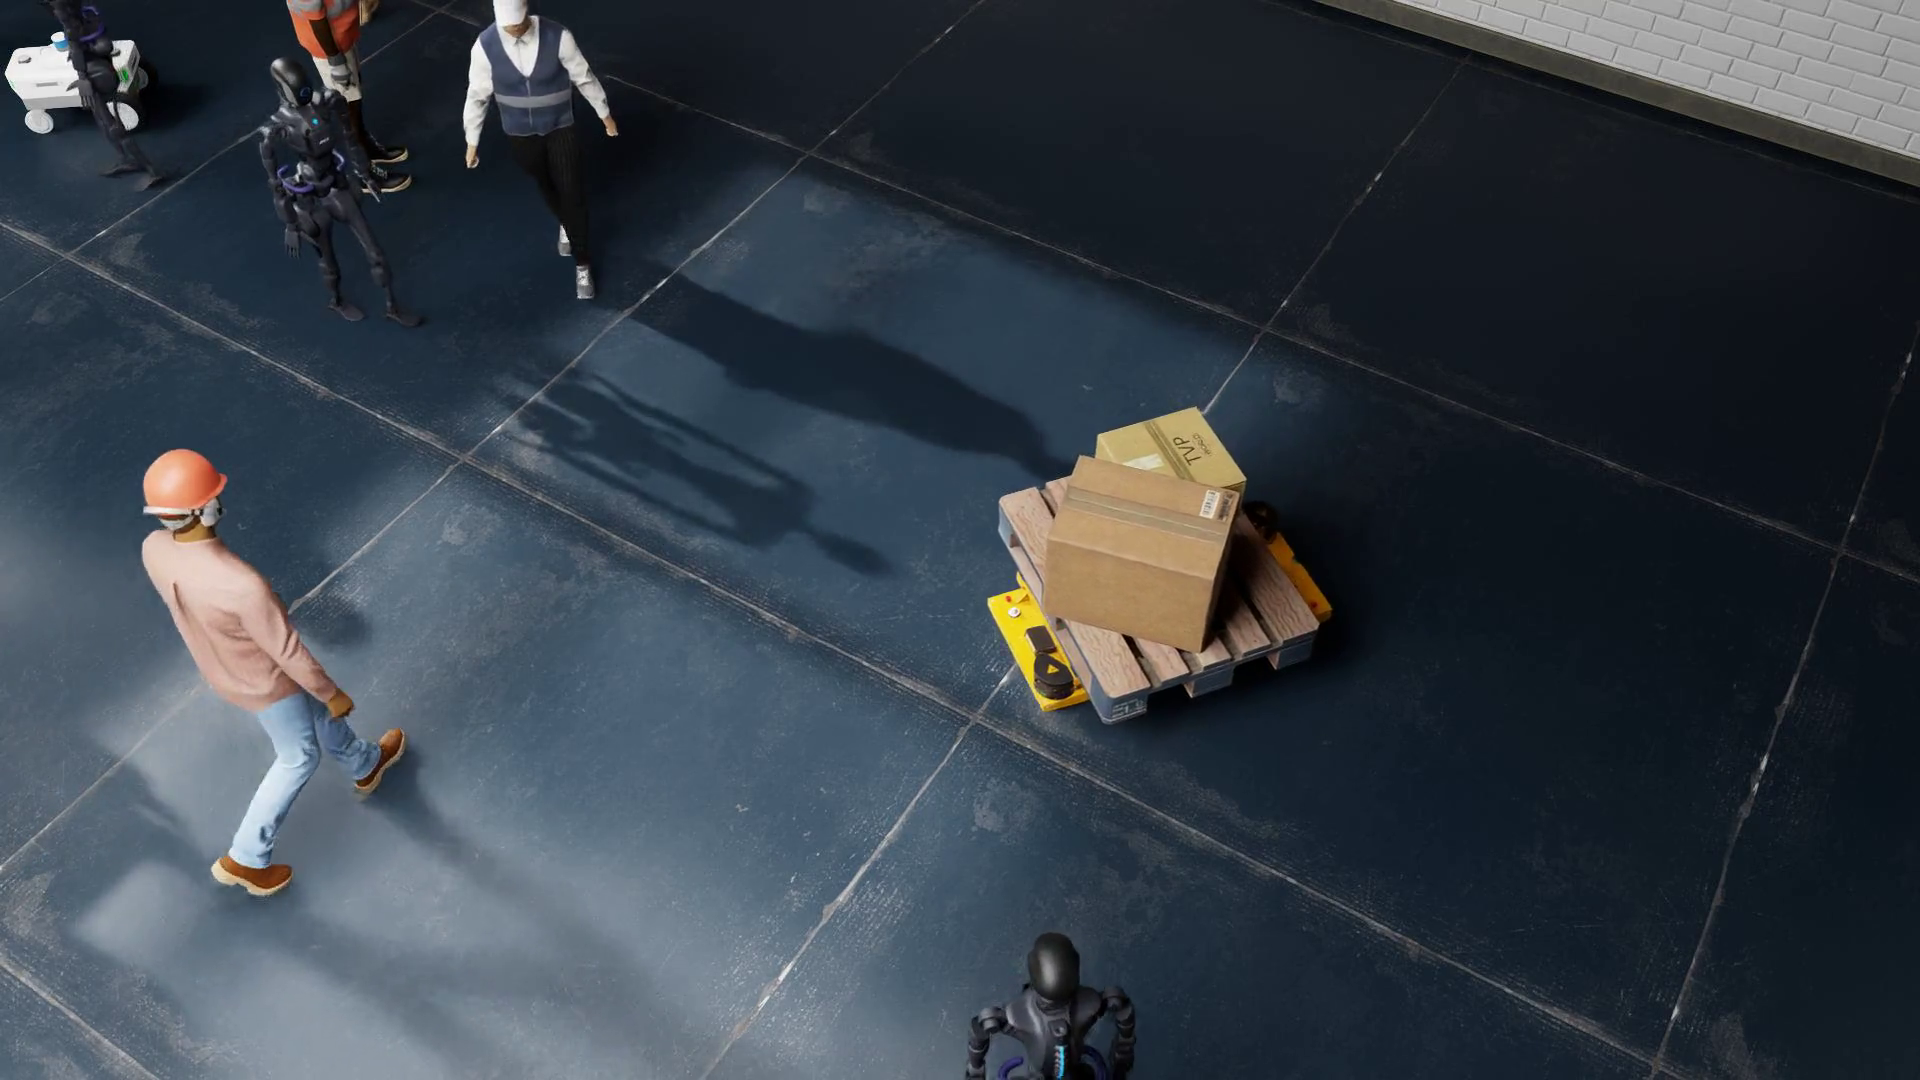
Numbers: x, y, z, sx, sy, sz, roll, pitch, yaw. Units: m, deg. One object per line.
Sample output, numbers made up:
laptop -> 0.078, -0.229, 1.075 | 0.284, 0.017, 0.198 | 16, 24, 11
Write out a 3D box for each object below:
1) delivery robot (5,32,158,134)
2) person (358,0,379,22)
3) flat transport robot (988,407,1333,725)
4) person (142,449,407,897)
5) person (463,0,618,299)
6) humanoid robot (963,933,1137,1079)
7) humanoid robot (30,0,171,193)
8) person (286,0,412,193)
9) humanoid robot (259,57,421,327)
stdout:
delivery robot -> -5.301, -2.781, 10.069 | 0.811, 0.613, 0.499 | -6, 49, -5
person -> -3.904, -4.332, 10.559 | 0.482, 1.838, 0.966 | -2, 49, -1
flat transport robot -> 0.910, 0.285, 7.566 | 1.431, 0.231, 0.659 | -17, 51, -14
person -> -2.688, 0.529, 6.243 | 0.697, 1.937, 0.904 | 30, 55, 24
person -> -2.190, -2.081, 8.665 | 0.777, 1.720, 0.836 | -6, 49, -5
humanoid robot -> 0.303, 1.782, 5.331 | 0.617, 1.640, 0.373 | -9, 49, -8
humanoid robot -> -4.880, -2.700, 9.240 | 0.356, 1.653, 0.588 | -21, 52, -17
person -> -3.441, -2.791, 9.138 | 0.377, 1.961, 0.606 | -12, 50, -10
humanoid robot -> -3.191, -1.727, 8.399 | 0.594, 1.634, 0.610 | 27, 54, 21
